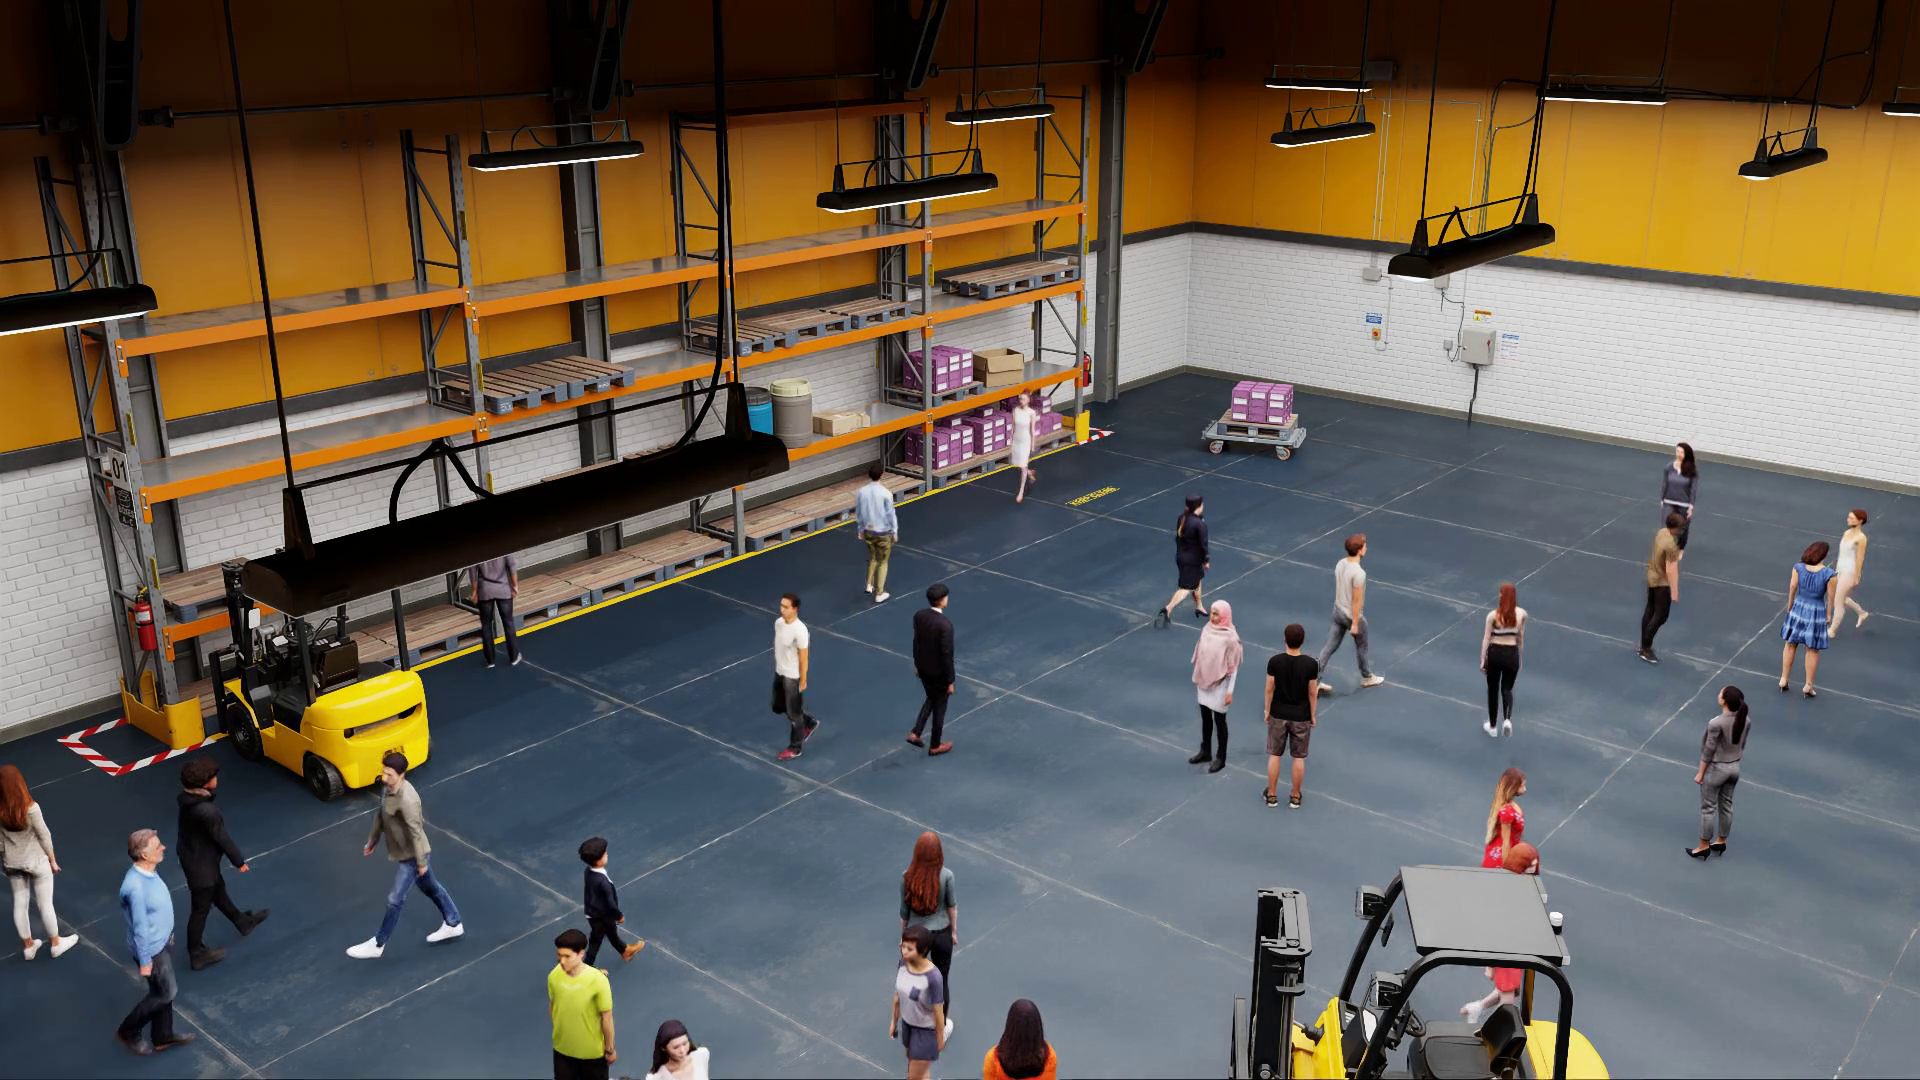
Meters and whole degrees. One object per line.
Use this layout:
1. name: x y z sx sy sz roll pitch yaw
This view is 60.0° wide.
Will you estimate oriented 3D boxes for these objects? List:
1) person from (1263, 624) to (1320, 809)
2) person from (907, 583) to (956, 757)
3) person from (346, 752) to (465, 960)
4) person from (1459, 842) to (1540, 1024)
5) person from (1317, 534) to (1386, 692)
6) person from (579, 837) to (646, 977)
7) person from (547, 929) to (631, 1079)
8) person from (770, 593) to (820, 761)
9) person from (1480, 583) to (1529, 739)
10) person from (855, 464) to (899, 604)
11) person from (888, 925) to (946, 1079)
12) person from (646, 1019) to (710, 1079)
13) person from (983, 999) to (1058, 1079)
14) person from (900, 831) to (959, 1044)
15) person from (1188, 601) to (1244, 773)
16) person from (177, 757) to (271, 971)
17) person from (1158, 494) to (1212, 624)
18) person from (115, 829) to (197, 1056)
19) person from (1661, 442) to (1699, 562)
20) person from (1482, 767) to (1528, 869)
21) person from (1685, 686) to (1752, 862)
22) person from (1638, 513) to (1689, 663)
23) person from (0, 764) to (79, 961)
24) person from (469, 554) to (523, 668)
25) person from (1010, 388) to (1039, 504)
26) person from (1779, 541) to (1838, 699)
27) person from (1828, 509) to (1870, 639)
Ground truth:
1. person: 3.167 1.683 15.973 0.741 1.860 0.742 4 19 12
2. person: -0.338 1.348 16.954 0.802 1.870 0.767 -16 24 -39
3. person: -4.380 2.534 13.524 1.278 1.811 1.000 -9 21 -25
4. person: 3.971 3.000 12.140 0.994 1.810 0.919 -9 21 -25
5. person: 4.225 0.856 18.442 1.291 1.852 1.039 -7 20 -21
6. person: -2.916 2.961 13.214 0.862 1.199 0.661 -11 21 -29
7. person: -2.533 3.361 11.260 0.857 1.689 1.052 6 19 16
8. person: -1.659 1.360 17.032 0.845 1.796 0.735 -15 24 -37
9. person: 5.681 1.306 17.297 0.858 1.731 0.948 0 19 1
10. person: -1.094 -0.062 21.253 0.735 1.797 0.693 10 21 28
11. person: -0.222 3.340 11.539 0.605 1.550 0.608 -16 24 -39
12. person: -1.768 3.668 10.382 0.592 1.666 0.730 -16 25 -40
13. person: 0.390 3.664 10.292 1.014 1.732 1.012 -5 19 -14
14. person: -0.235 2.962 12.367 0.678 1.738 0.724 0 19 0
15. person: 2.565 1.458 16.732 0.646 1.802 0.674 -15 24 -37
16. person: -6.165 2.629 13.354 0.679 1.739 0.985 16 25 40
17. person: 2.799 0.274 20.498 1.170 1.643 0.979 -8 20 -23
18. person: -6.045 2.976 12.231 0.920 1.798 0.851 -6 20 -18
19. person: 9.748 -0.465 22.540 0.734 1.740 1.114 10 21 28
20. person: 4.438 2.600 13.669 0.714 1.593 0.617 4 19 11
21. person: 6.869 2.101 15.018 0.680 1.678 0.779 -7 20 -20
22. person: 8.223 0.489 19.591 0.952 1.815 0.786 -2 19 -7
23. person: -7.560 2.605 13.465 0.686 1.714 0.737 0 19 -1
24. person: -5.409 0.567 19.301 0.690 1.851 0.803 -5 19 -13
25. person: 1.003 -1.455 25.420 0.630 1.778 0.872 12 22 32
26. person: 9.419 0.869 18.474 0.678 1.807 0.579 17 25 42
27. person: 10.798 0.417 20.098 0.958 1.628 0.906 -1 19 -4
